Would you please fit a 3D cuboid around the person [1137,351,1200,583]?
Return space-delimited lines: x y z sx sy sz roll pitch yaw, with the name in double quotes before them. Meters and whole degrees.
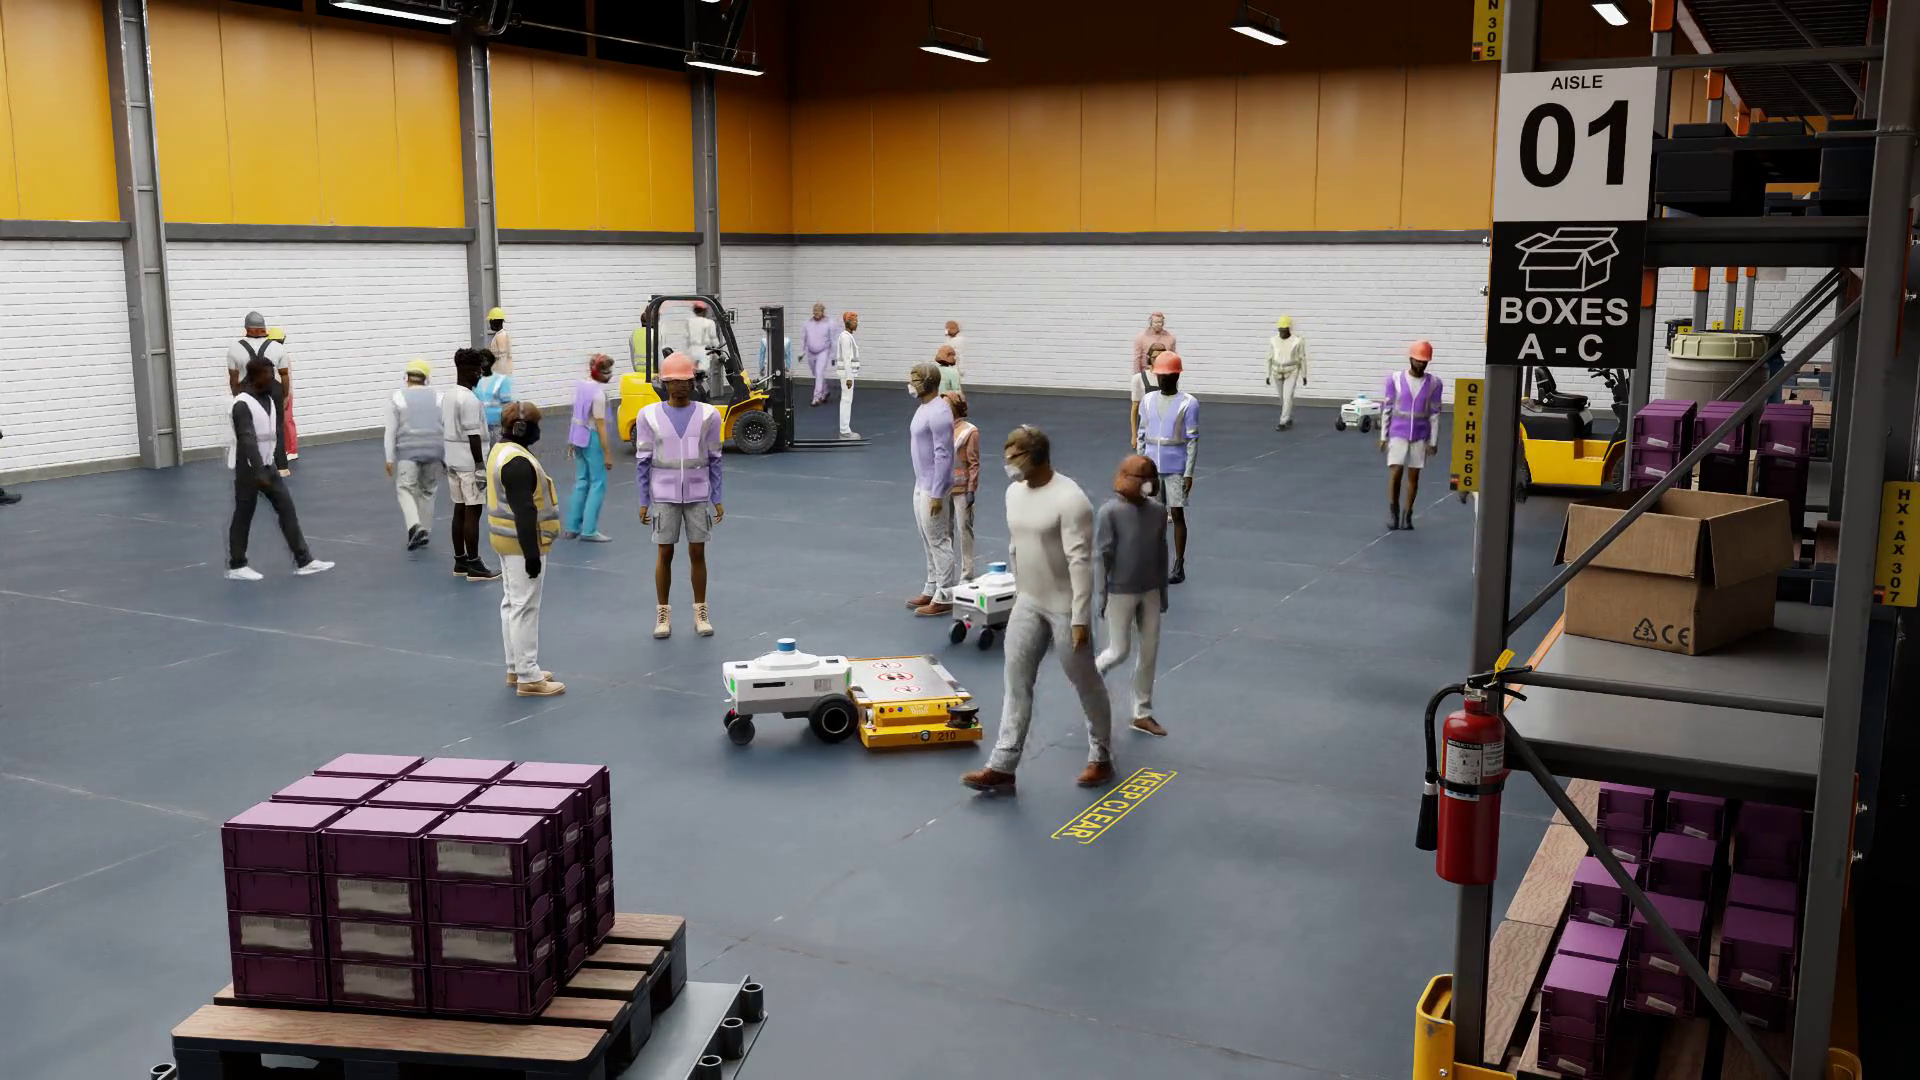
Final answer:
"person" 1.715 -0.607 13.885 0.545 1.940 0.352 6 12 32

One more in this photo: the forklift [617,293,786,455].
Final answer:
"forklift" -3.588 -2.317 23.042 2.313 2.155 1.214 -1 10 -5

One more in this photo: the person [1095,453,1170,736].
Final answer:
"person" 0.966 0.297 9.551 0.518 1.617 0.538 -6 11 -31

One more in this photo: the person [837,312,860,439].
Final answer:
"person" -1.647 -2.422 24.554 0.337 1.881 0.585 -1 10 -4

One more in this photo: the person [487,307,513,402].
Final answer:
"person" -6.923 -2.535 25.072 0.359 1.930 0.588 -3 10 -16

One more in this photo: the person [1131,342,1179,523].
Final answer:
"person" 1.982 -1.083 16.909 0.507 1.845 0.339 -3 10 -15

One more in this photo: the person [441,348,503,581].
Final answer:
"person" -4.130 -0.638 14.002 0.377 1.959 0.603 -7 12 -37

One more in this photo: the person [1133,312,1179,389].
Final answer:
"person" 2.853 -2.349 24.164 0.662 1.890 0.557 -2 10 -9

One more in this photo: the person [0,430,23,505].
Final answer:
"person" -10.606 -1.244 17.751 0.546 1.892 1.011 6 11 30

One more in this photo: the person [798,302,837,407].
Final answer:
"person" -2.534 -3.369 30.093 0.645 1.870 0.927 4 10 21

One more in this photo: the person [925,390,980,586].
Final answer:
"person" -0.055 -0.406 13.588 0.514 1.641 0.308 8 13 39

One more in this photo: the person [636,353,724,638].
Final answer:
"person" -1.993 -0.314 11.882 0.615 2.043 0.373 -2 10 -14

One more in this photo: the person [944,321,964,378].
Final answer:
"person" -0.223 -2.844 27.803 0.724 1.607 0.533 -5 11 -28

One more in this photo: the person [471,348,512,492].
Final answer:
"person" -5.421 -1.396 19.252 0.533 1.662 0.824 1 10 4

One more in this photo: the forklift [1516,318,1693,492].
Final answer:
"forklift" 7.066 -1.601 18.899 2.313 2.155 1.214 5 11 27

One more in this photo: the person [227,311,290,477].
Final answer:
"person" -8.565 -1.778 20.368 0.689 2.000 0.539 -4 10 -21

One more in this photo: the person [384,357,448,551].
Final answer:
"person" -4.956 -0.778 15.304 0.612 1.799 0.702 -6 11 -30

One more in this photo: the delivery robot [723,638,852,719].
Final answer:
"delivery robot" -0.983 0.803 9.449 0.707 0.478 0.477 -2 10 -13

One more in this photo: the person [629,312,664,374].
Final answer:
"person" -4.808 -2.611 25.776 0.625 1.841 0.429 5 11 29

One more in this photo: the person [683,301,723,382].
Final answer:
"person" -4.417 -3.124 28.348 0.613 1.994 1.073 6 11 30

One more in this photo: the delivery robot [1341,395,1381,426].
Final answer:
"delivery robot" 6.200 -2.004 25.705 0.477 0.478 0.707 9 13 42

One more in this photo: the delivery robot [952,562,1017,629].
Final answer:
"delivery robot" 0.274 0.402 11.776 0.477 0.478 0.707 9 14 43

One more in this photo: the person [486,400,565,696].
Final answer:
"person" -2.714 0.048 10.384 0.429 1.842 0.626 -5 11 -25

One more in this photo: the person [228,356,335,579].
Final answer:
"person" -5.763 -0.586 13.936 0.960 1.875 0.605 1 10 7

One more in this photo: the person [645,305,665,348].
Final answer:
"person" -5.356 -3.104 28.540 0.759 1.864 0.610 -9 13 -41

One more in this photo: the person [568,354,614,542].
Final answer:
"person" -3.536 -0.878 15.858 0.403 1.800 0.772 -6 12 -31

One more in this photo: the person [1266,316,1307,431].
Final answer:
"person" 5.107 -2.604 25.934 0.634 1.793 0.903 6 11 31

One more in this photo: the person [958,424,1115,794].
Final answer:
"person" 0.432 0.367 8.415 0.952 1.879 0.758 -8 13 -40

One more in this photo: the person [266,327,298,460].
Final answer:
"person" -9.018 -1.931 22.051 0.310 1.768 0.522 -9 14 -44

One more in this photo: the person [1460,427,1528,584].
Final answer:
"person" 4.452 -0.409 13.717 0.542 1.602 0.767 -3 10 -16

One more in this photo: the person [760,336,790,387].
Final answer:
"person" -3.094 -2.859 27.840 0.514 1.622 0.442 -1 10 -7

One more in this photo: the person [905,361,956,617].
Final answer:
"person" -0.214 -0.388 12.615 0.352 1.937 0.635 -2 10 -12

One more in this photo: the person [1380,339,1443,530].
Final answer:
"person" 4.447 -1.025 16.399 0.571 1.905 0.538 1 10 8

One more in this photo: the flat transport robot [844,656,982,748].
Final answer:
"flat transport robot" -0.355 0.922 9.854 0.652 0.197 1.431 -2 10 -13

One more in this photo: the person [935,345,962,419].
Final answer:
"person" -0.173 -1.557 20.265 0.509 1.631 0.267 9 13 43
